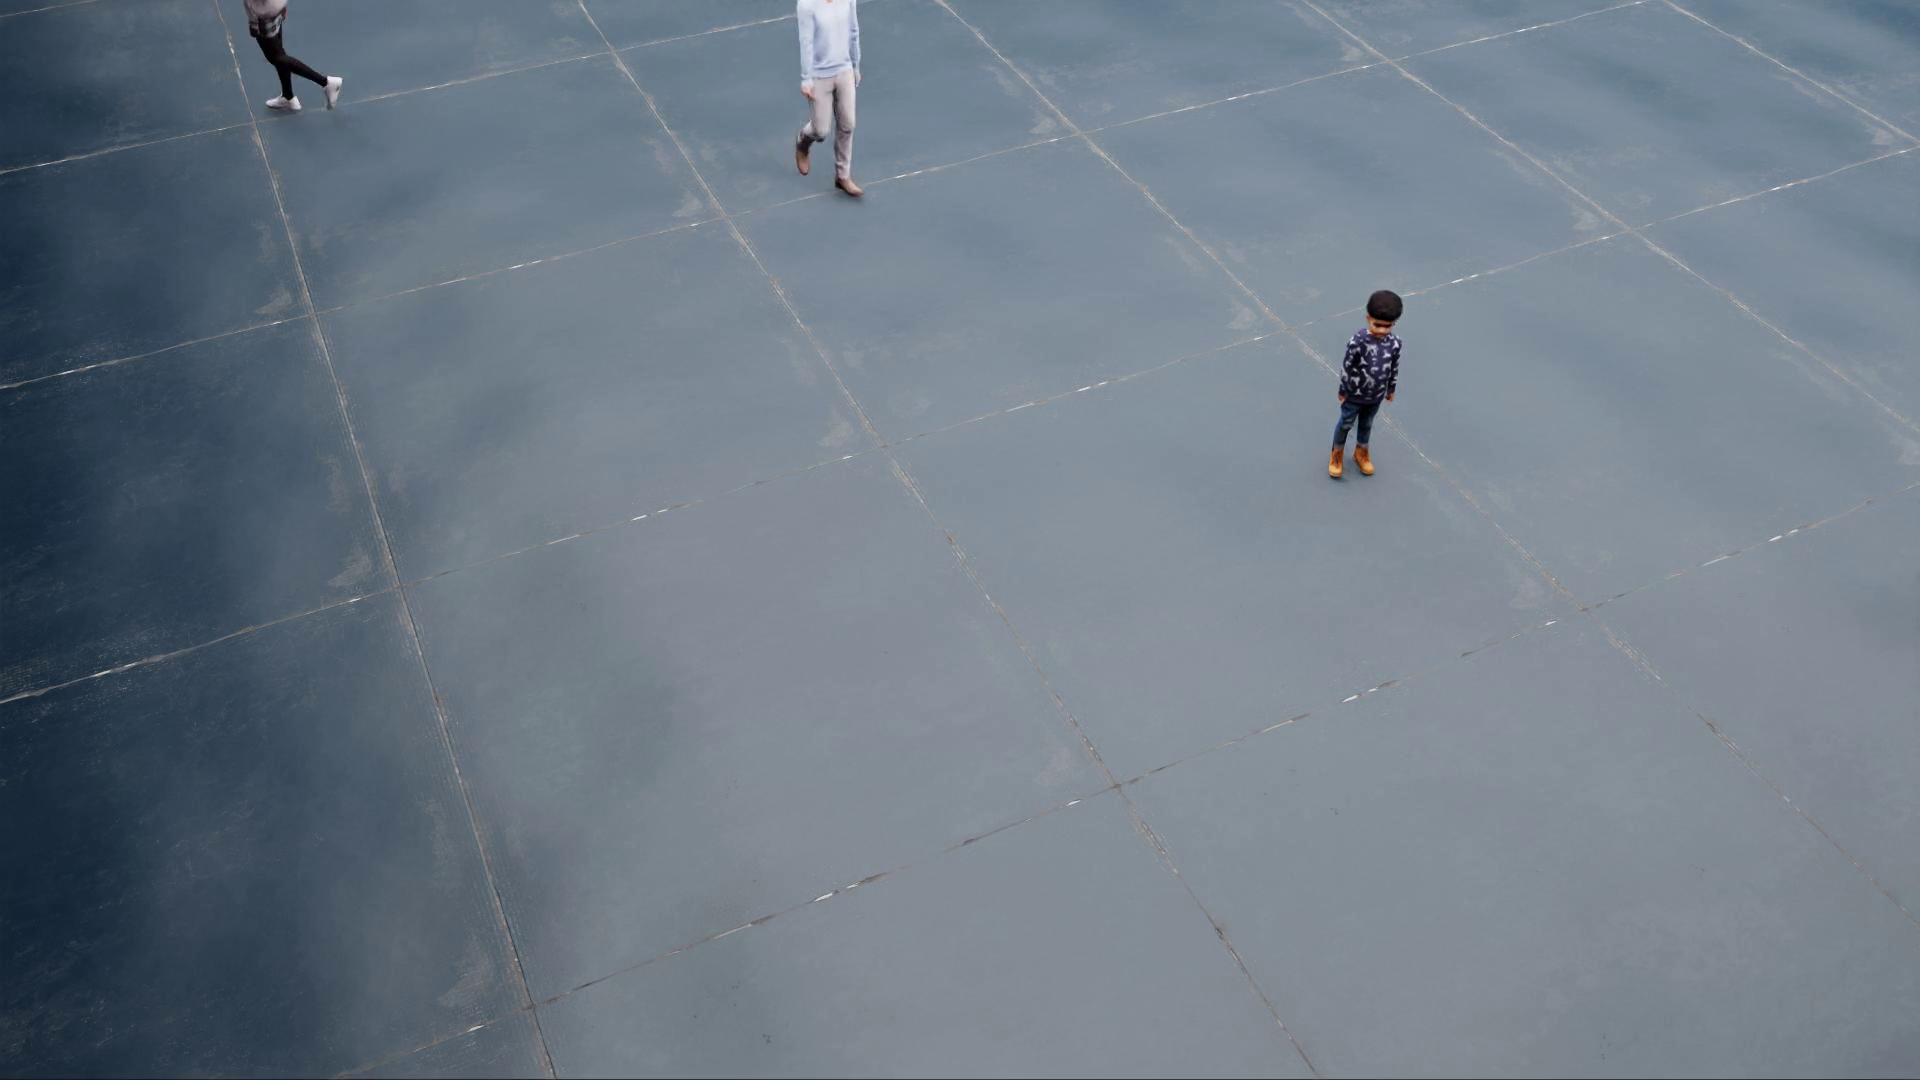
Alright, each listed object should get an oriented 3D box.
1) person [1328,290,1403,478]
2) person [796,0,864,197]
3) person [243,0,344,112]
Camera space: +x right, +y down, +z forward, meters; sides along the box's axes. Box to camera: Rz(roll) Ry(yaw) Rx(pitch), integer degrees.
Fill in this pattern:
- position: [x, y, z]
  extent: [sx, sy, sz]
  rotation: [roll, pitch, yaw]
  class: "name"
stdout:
- position: [2.404, -0.930, 9.847]
  extent: [0.556, 1.255, 0.574]
  rotation: [-4, 42, -4]
  class: "person"
- position: [-1.005, -3.413, 12.119]
  extent: [0.771, 1.875, 0.951]
  rotation: [-26, 48, -26]
  class: "person"
- position: [-5.324, -4.134, 13.001]
  extent: [0.980, 1.757, 1.016]
  rotation: [5, 42, 5]
  class: "person"
